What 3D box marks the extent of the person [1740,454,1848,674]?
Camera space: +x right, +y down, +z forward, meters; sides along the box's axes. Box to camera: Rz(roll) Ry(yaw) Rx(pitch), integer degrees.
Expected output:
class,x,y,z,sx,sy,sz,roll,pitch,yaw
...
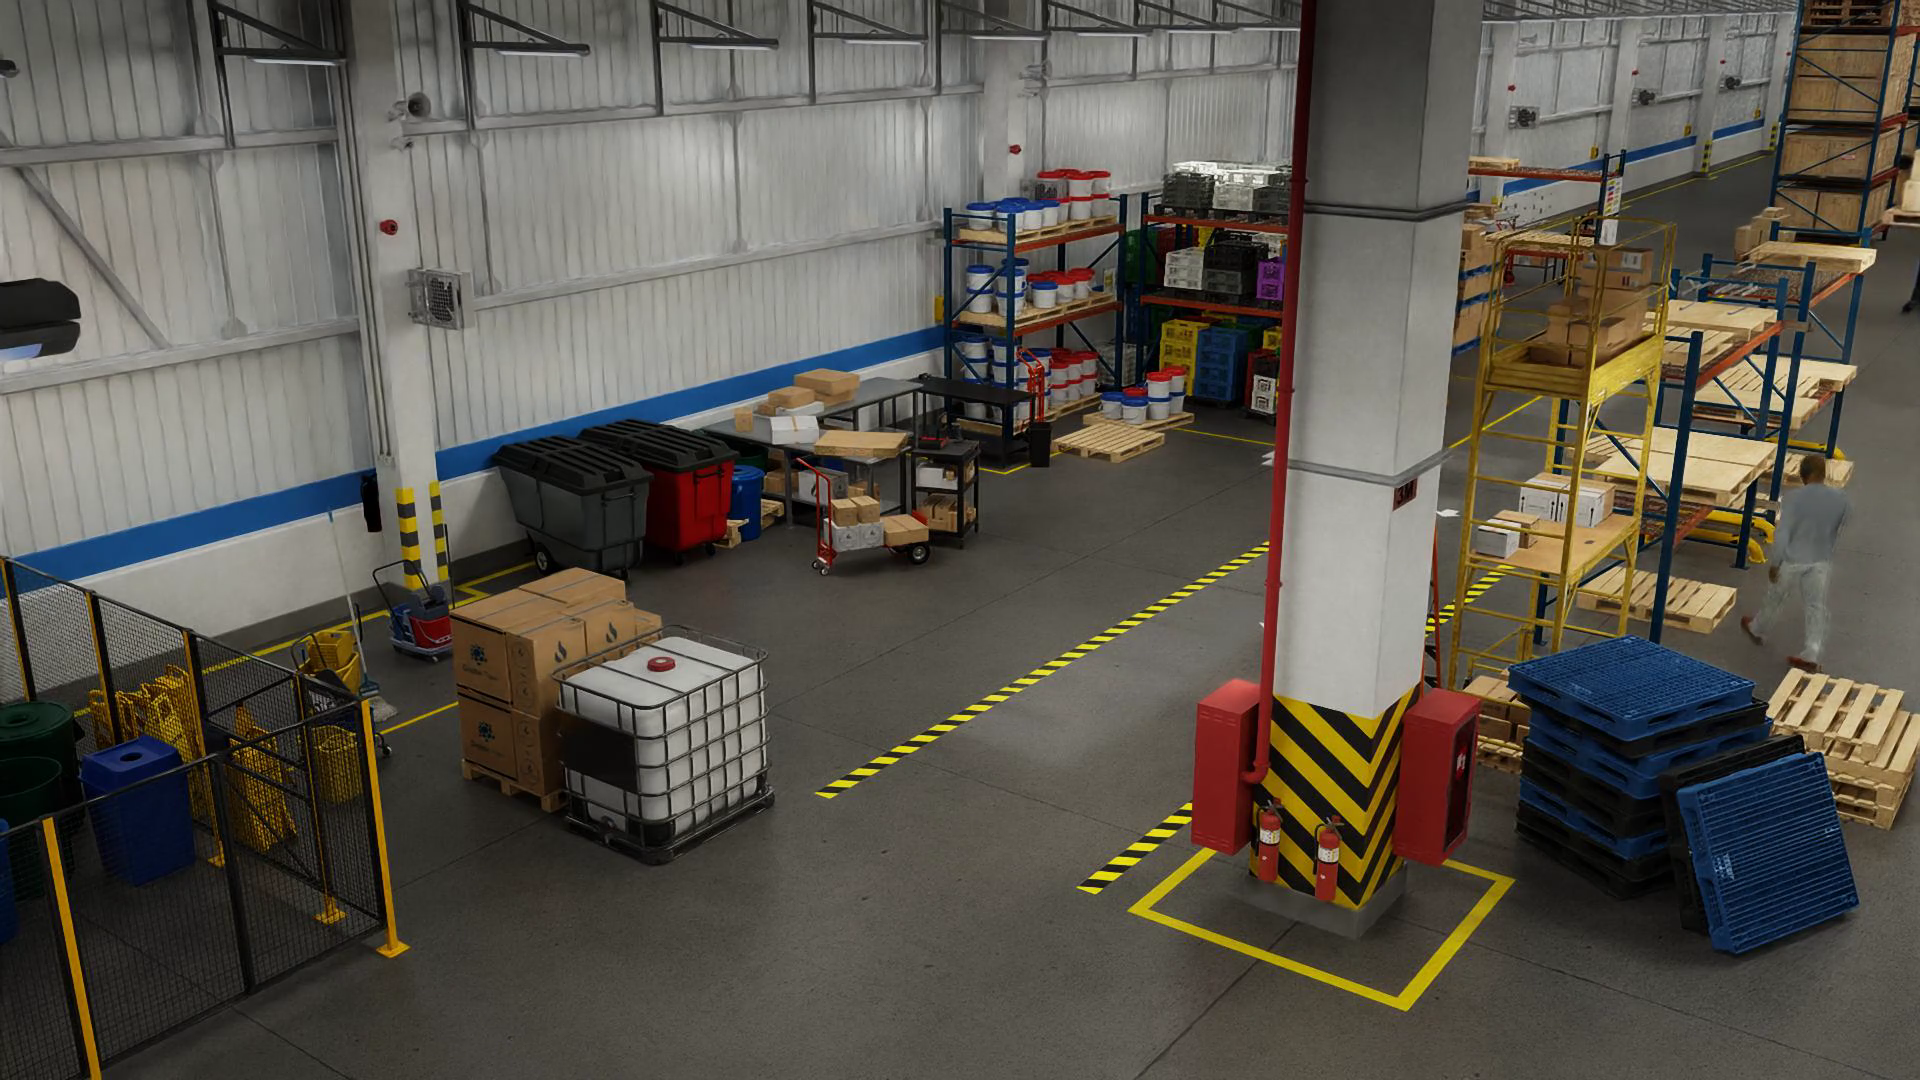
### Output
class,x,y,z,sx,sy,sz,roll,pitch,yaw
person,7.406,0.169,14.721,0.695,1.859,1.028,-2,18,-6

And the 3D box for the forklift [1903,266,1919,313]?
class,x,y,z,sx,sy,sz,roll,pitch,yaw
forklift,18.632,-5.708,31.088,1.129,2.768,1.873,13,22,34
